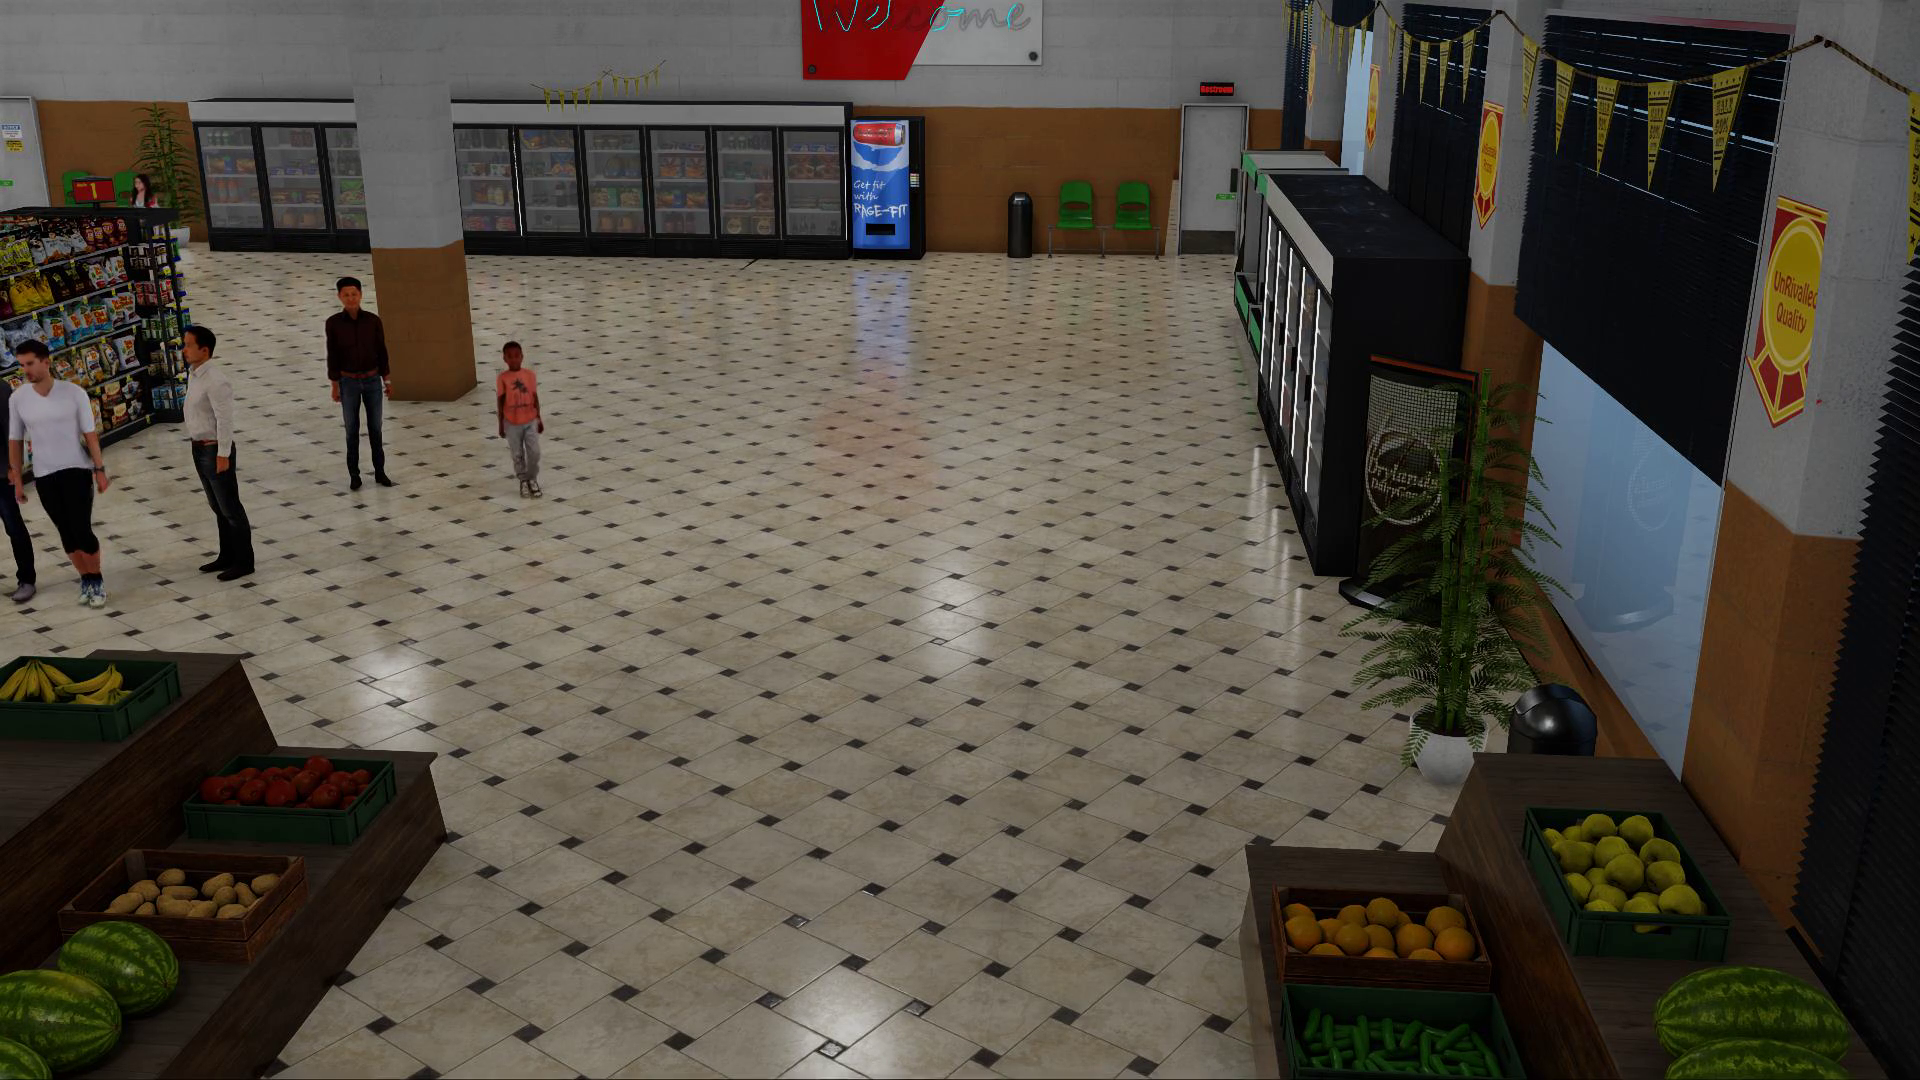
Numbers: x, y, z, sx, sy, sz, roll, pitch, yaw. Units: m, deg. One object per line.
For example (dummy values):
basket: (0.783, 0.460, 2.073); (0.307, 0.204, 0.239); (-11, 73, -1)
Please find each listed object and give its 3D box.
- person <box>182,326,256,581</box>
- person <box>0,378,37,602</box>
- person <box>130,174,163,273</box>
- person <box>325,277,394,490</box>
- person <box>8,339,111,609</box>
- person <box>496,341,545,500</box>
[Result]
person: (-5.281, -0.626, 11.809); (0.779, 1.813, 0.738); (-18, 25, -42)
person: (-6.653, -0.498, 11.337); (0.674, 1.874, 0.584); (1, 19, 4)
person: (-11.032, -4.185, 22.692); (0.639, 1.604, 0.699); (4, 19, 13)
person: (-5.026, -1.318, 13.913); (0.718, 1.782, 0.720); (-10, 21, -26)
person: (-6.091, -0.474, 11.322); (0.773, 1.838, 0.758); (-4, 19, -12)
person: (-3.637, -1.010, 13.745); (0.592, 1.304, 0.631); (-5, 19, -15)
